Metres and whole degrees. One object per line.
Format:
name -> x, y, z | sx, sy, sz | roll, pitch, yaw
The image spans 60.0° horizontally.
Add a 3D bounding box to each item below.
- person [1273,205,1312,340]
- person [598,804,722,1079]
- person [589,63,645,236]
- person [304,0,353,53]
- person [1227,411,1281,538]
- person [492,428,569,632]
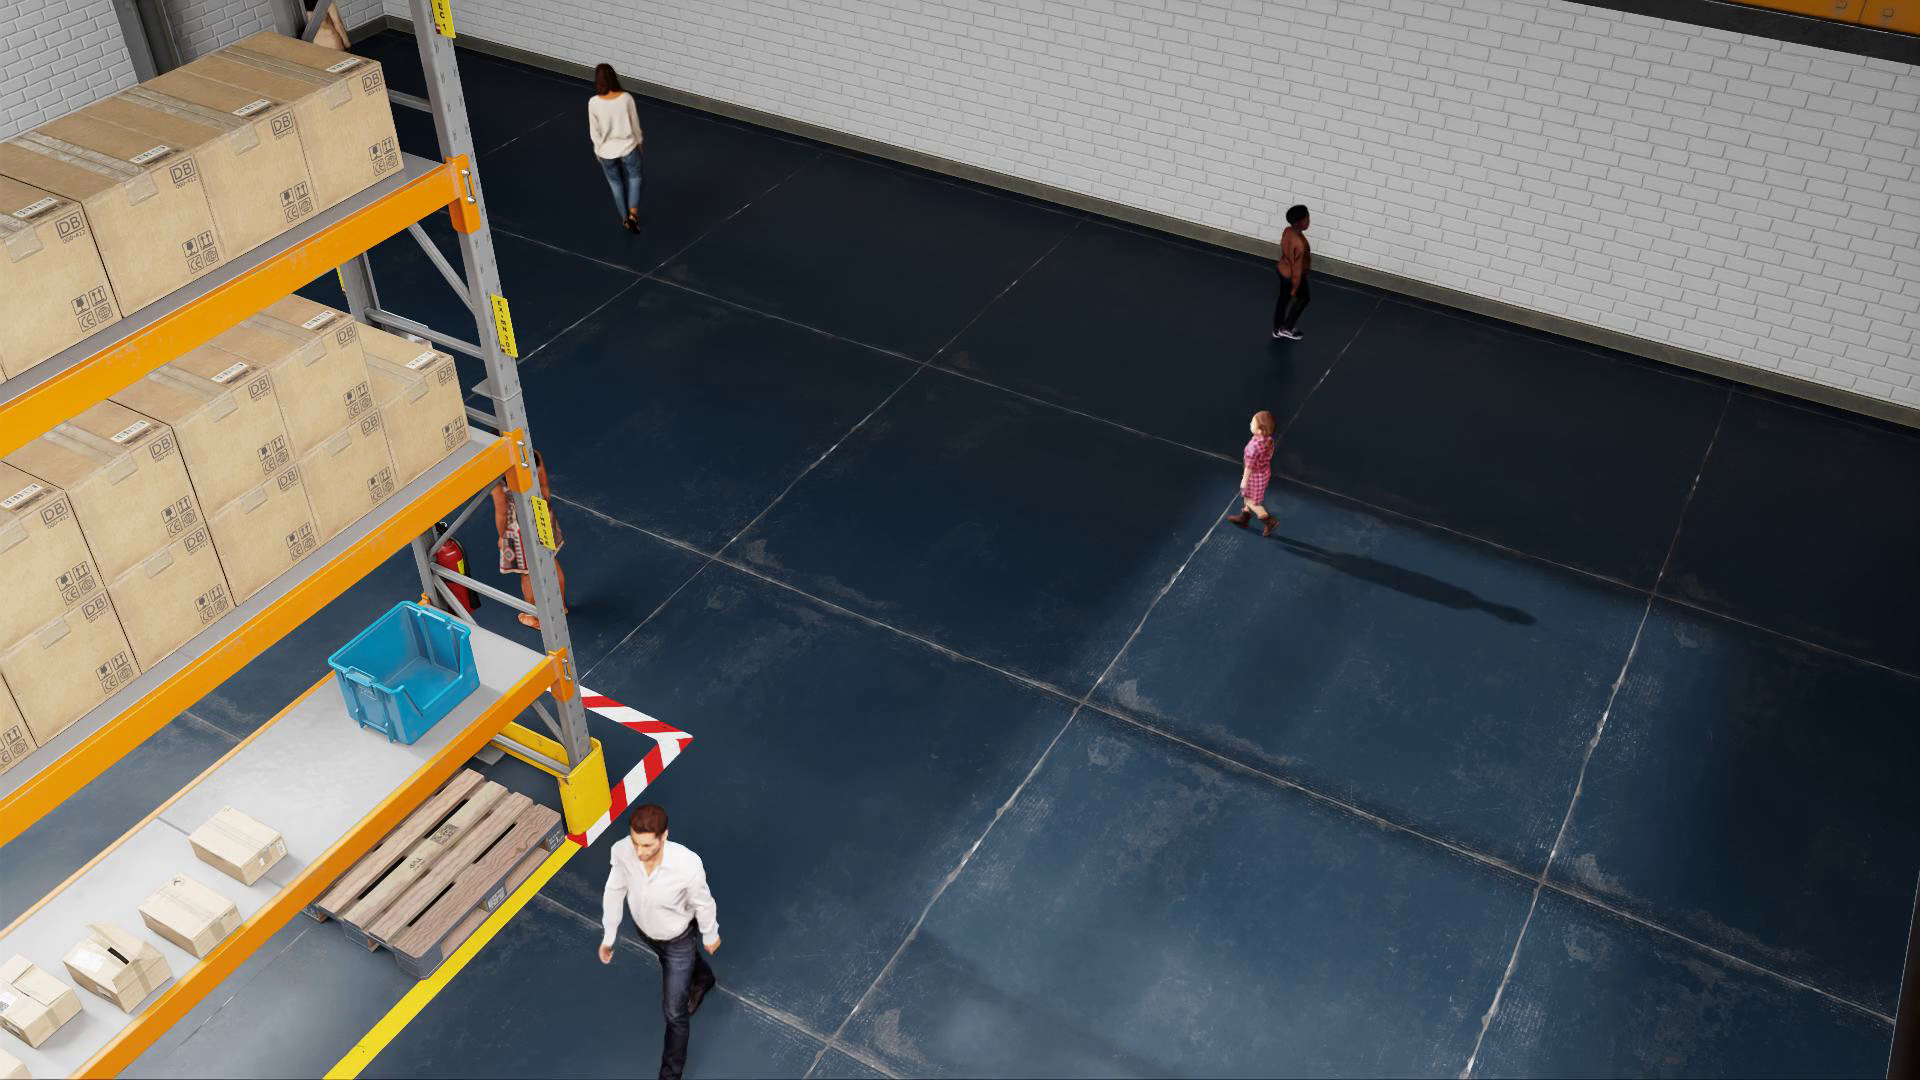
person -> 2.750, -2.250, 14.047 | 0.652, 1.248, 0.603 | -12, 40, -15
person -> -1.439, 1.904, 8.384 | 0.776, 1.825, 1.214 | 15, 41, 18
person -> -3.136, -3.549, 15.337 | 0.866, 1.669, 0.943 | -5, 39, -6
person -> -6.580, -5.040, 17.222 | 0.953, 1.646, 1.159 | 2, 39, 2
person -> 2.165, -0.461, 11.995 | 0.542, 1.013, 0.599 | 27, 46, 29
person -> -2.876, -0.104, 11.042 | 0.743, 1.645, 0.522 | 27, 46, 30
